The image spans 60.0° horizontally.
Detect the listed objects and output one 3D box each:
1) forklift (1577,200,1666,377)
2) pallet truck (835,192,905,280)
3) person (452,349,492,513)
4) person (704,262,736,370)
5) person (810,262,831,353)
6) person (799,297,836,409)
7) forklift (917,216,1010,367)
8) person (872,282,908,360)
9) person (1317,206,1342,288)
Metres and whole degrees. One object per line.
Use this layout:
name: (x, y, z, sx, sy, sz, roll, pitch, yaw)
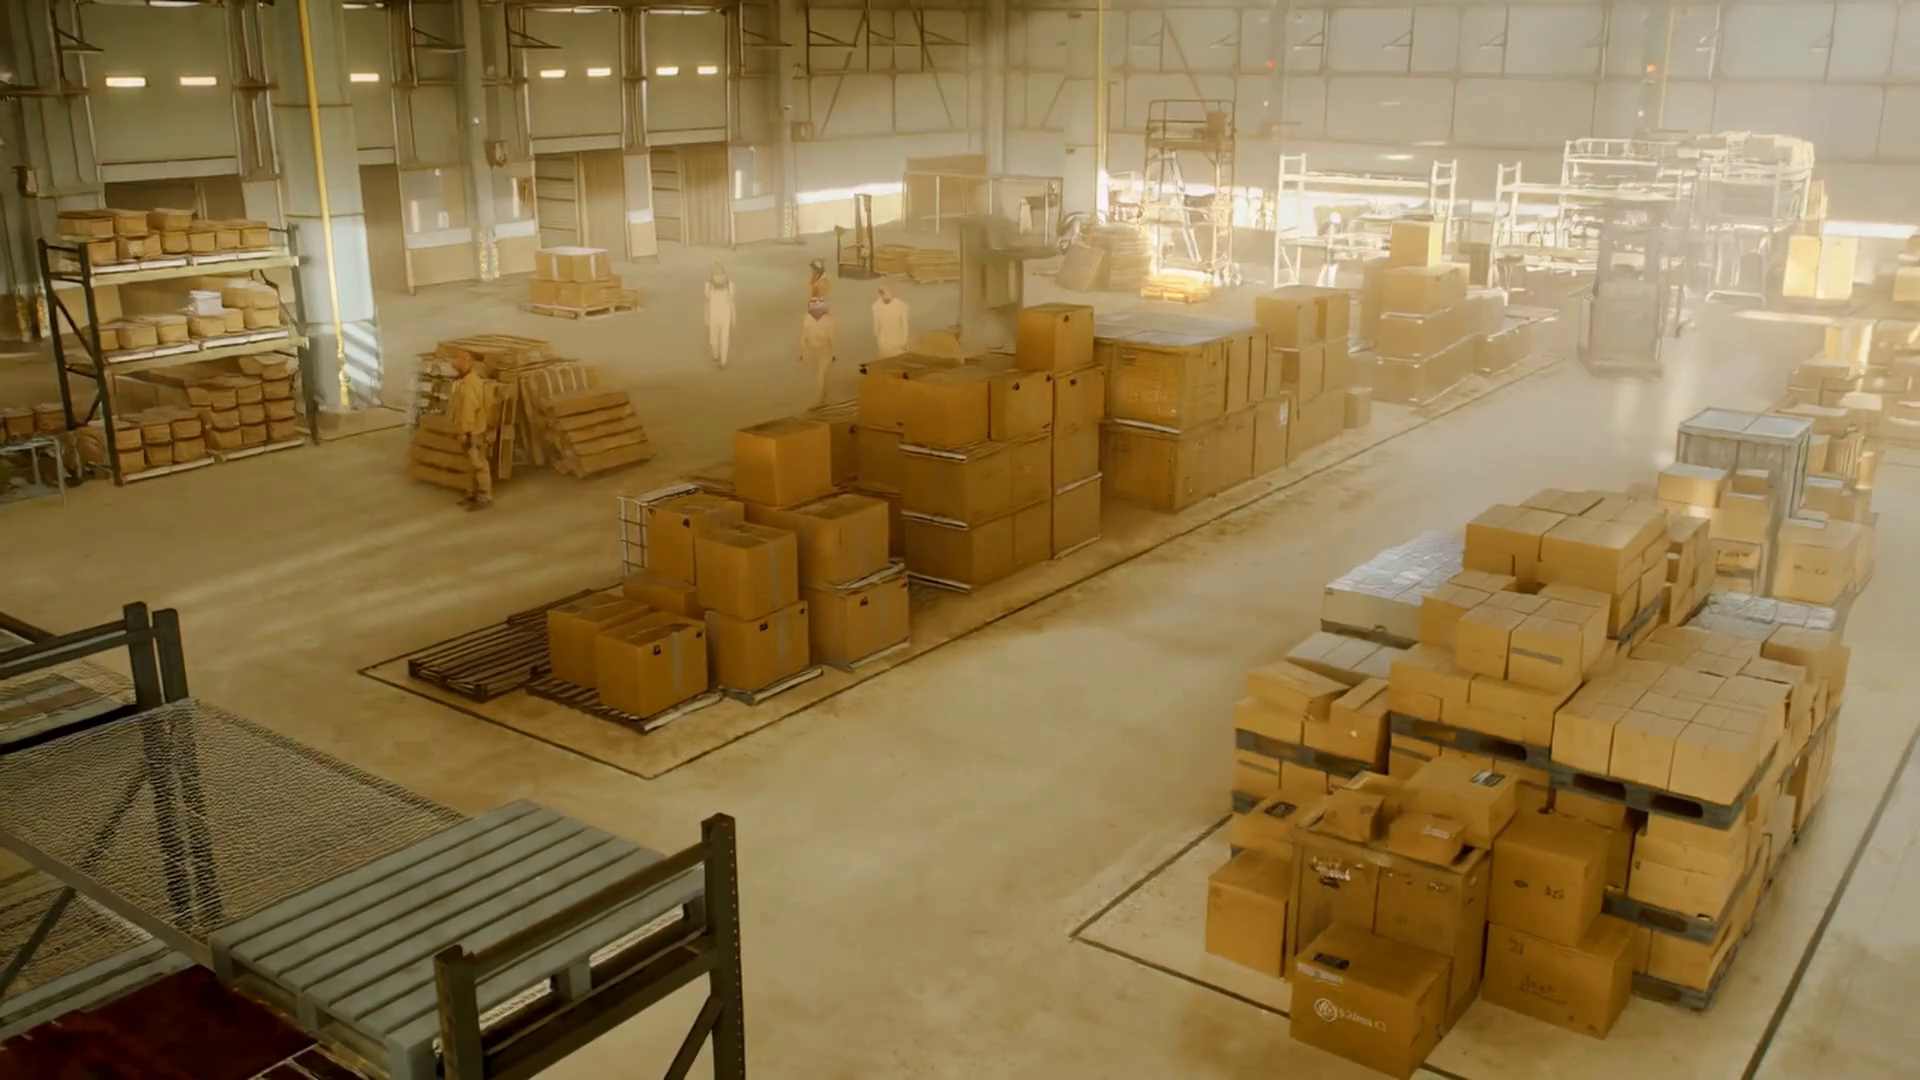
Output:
forklift: (11.205, -4.296, 27.999, 1.129, 2.768, 1.873, 3, 17, 11)
pallet truck: (-1.936, -7.159, 38.982, 1.885, 1.965, 0.823, -12, 21, -34)
person: (-5.789, -1.296, 19.669, 0.372, 1.940, 0.630, -12, 20, -34)
person: (-4.056, -3.795, 28.132, 0.542, 1.826, 0.464, -2, 17, -6)
person: (-2.479, -4.113, 29.506, 0.312, 1.639, 0.520, -16, 23, -42)
person: (-2.181, -2.787, 24.996, 0.512, 1.696, 0.874, 7, 18, 23)
forklift: (0.347, -3.514, 25.409, 1.873, 2.768, 1.129, 12, 21, 35)
person: (-1.033, -3.020, 25.488, 0.652, 1.882, 0.992, 7, 18, 23)
person: (8.151, -6.375, 36.553, 0.491, 1.905, 0.755, -2, 17, -7)
